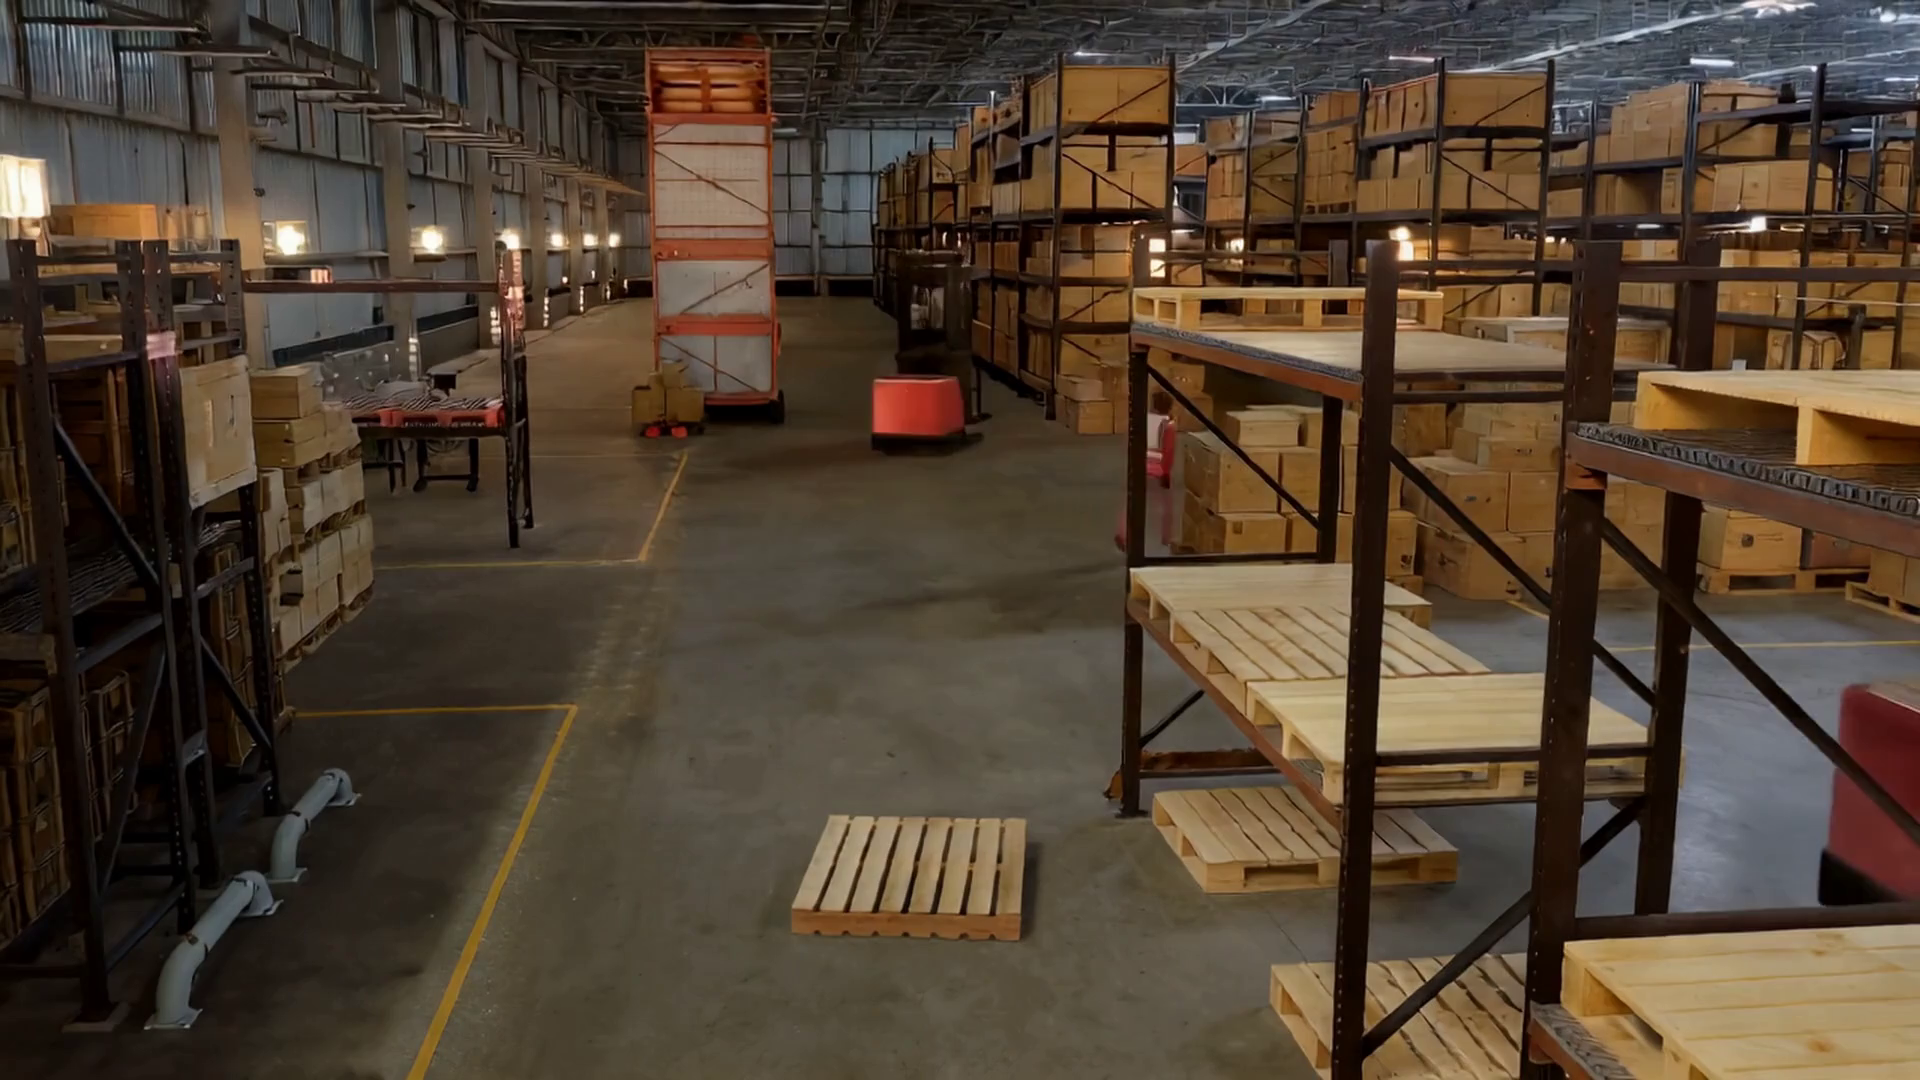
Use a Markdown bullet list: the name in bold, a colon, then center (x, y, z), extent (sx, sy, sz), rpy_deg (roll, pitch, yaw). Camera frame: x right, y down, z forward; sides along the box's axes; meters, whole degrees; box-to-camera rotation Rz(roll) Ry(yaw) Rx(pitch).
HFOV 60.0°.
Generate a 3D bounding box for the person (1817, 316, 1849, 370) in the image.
- **person**: center (13.067, -2.403, 24.950), extent (0.587, 1.911, 0.397), rpy_deg (-10, 14, -44)

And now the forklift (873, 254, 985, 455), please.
- **forklift**: center (-0.460, -2.713, 23.967), extent (1.129, 2.768, 1.873), rpy_deg (4, 11, 19)

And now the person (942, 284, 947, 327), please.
- **person**: center (-0.280, -6.599, 47.881), extent (0.434, 2.029, 0.625), rpy_deg (-8, 13, -37)

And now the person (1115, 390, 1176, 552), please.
- **person**: center (1.838, -0.675, 16.258), extent (0.850, 1.598, 0.558), rpy_deg (-8, 13, -37)

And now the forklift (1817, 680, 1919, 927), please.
- **forklift**: center (4.471, 0.447, 6.457), extent (1.129, 2.768, 1.873), rpy_deg (-1, 10, -6)

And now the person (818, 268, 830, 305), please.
- **person**: center (-6.330, -11.773, 77.327), extent (0.523, 1.726, 0.488), rpy_deg (-4, 11, -19)

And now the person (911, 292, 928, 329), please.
- **person**: center (-1.136, -5.729, 44.008), extent (0.595, 1.666, 0.487), rpy_deg (0, 10, -2)

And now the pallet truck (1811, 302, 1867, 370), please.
- **pallet truck**: center (15.846, -3.142, 28.793), extent (1.885, 1.965, 0.823), rpy_deg (2, 10, 12)
